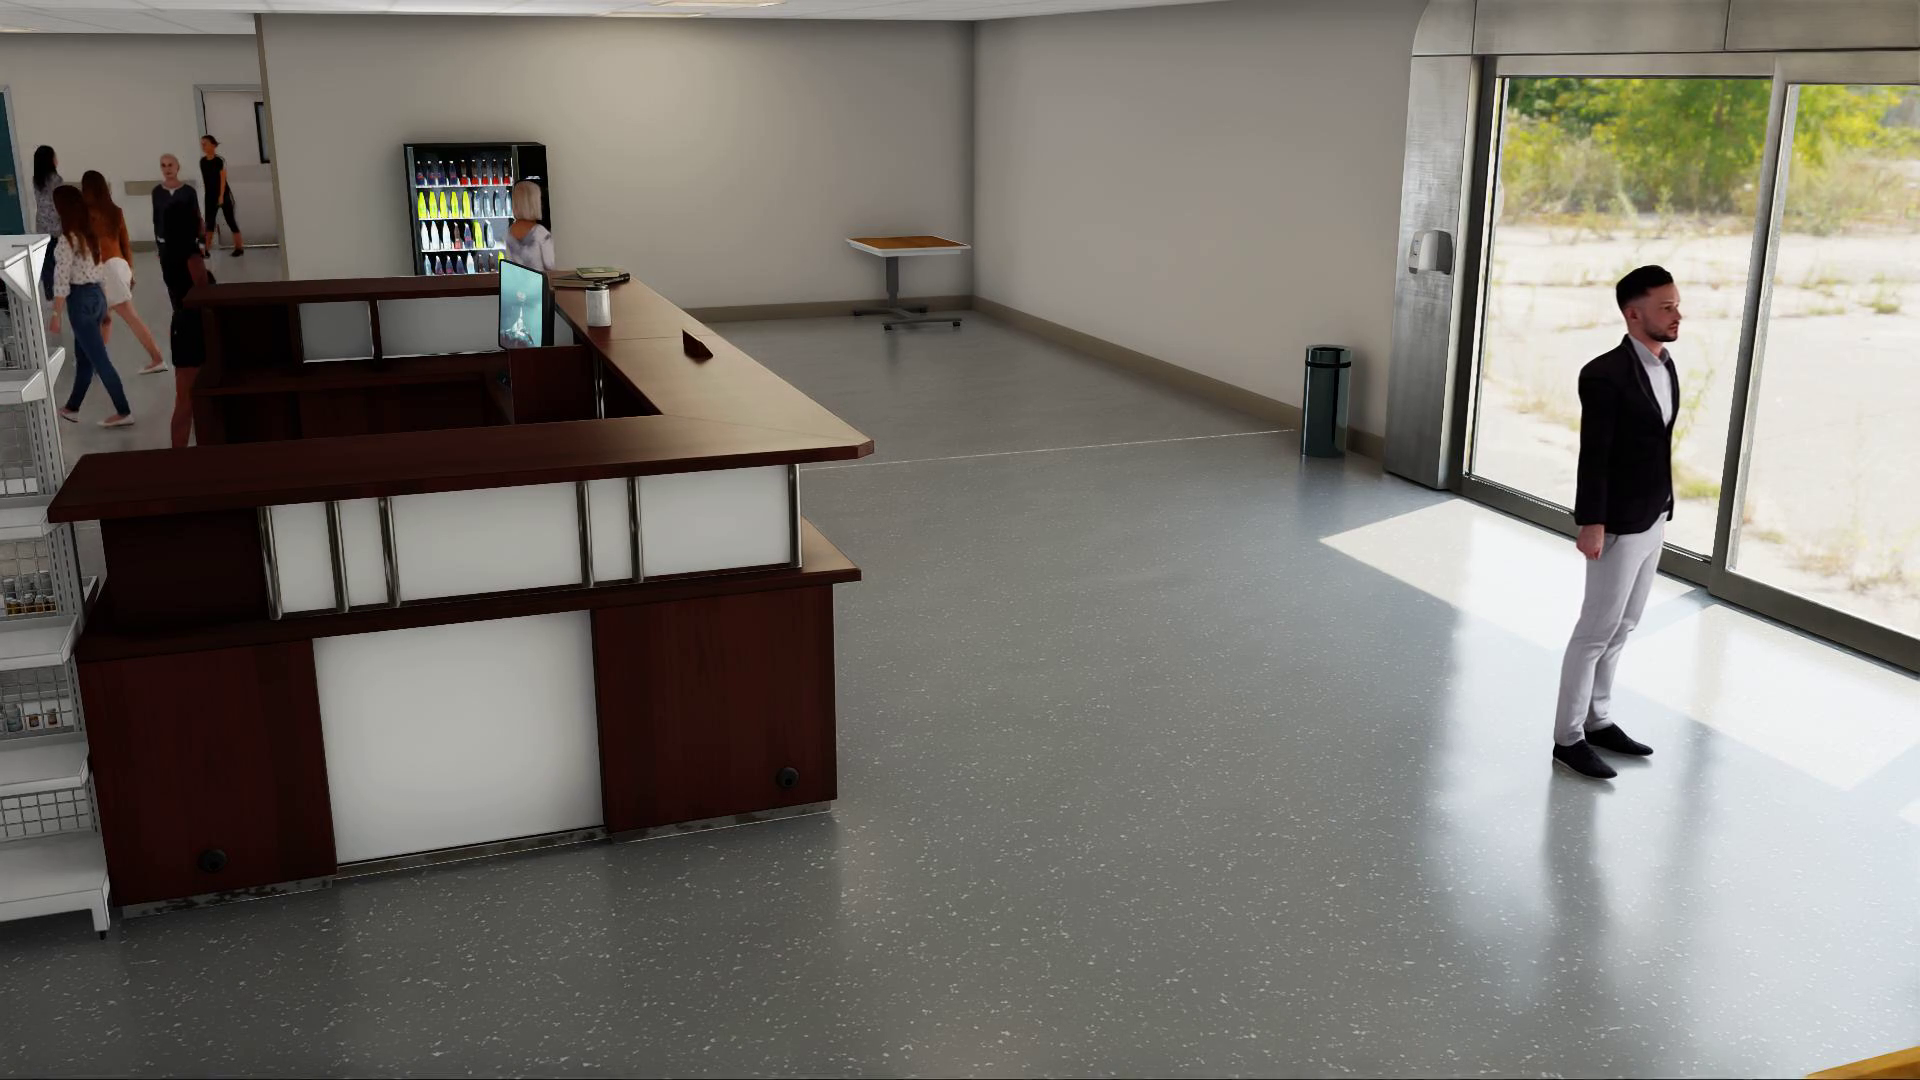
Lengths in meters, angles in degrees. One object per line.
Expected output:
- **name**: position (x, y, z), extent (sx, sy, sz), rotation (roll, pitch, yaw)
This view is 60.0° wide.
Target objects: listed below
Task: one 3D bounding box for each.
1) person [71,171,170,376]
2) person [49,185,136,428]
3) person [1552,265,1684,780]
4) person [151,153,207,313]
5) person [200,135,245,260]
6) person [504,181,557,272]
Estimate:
- **person**: position (-6.920, -2.148, 13.701), extent (1.192, 1.664, 0.926), rotation (2, 16, 7)
- **person**: position (-6.119, -1.632, 11.790), extent (1.012, 1.708, 0.789), rotation (0, 16, 0)
- **person**: position (2.390, -0.075, 6.019), extent (0.629, 1.843, 0.796), rotation (-14, 21, -40)
- **person**: position (-7.668, -2.920, 16.351), extent (0.816, 1.713, 0.731), rotation (-4, 16, -13)
- **person**: position (-9.987, -4.624, 22.559), extent (1.080, 1.624, 1.049), rotation (4, 16, 14)
- **person**: position (-3.026, -1.668, 11.839), extent (0.634, 1.752, 0.697), rotation (7, 17, 23)
